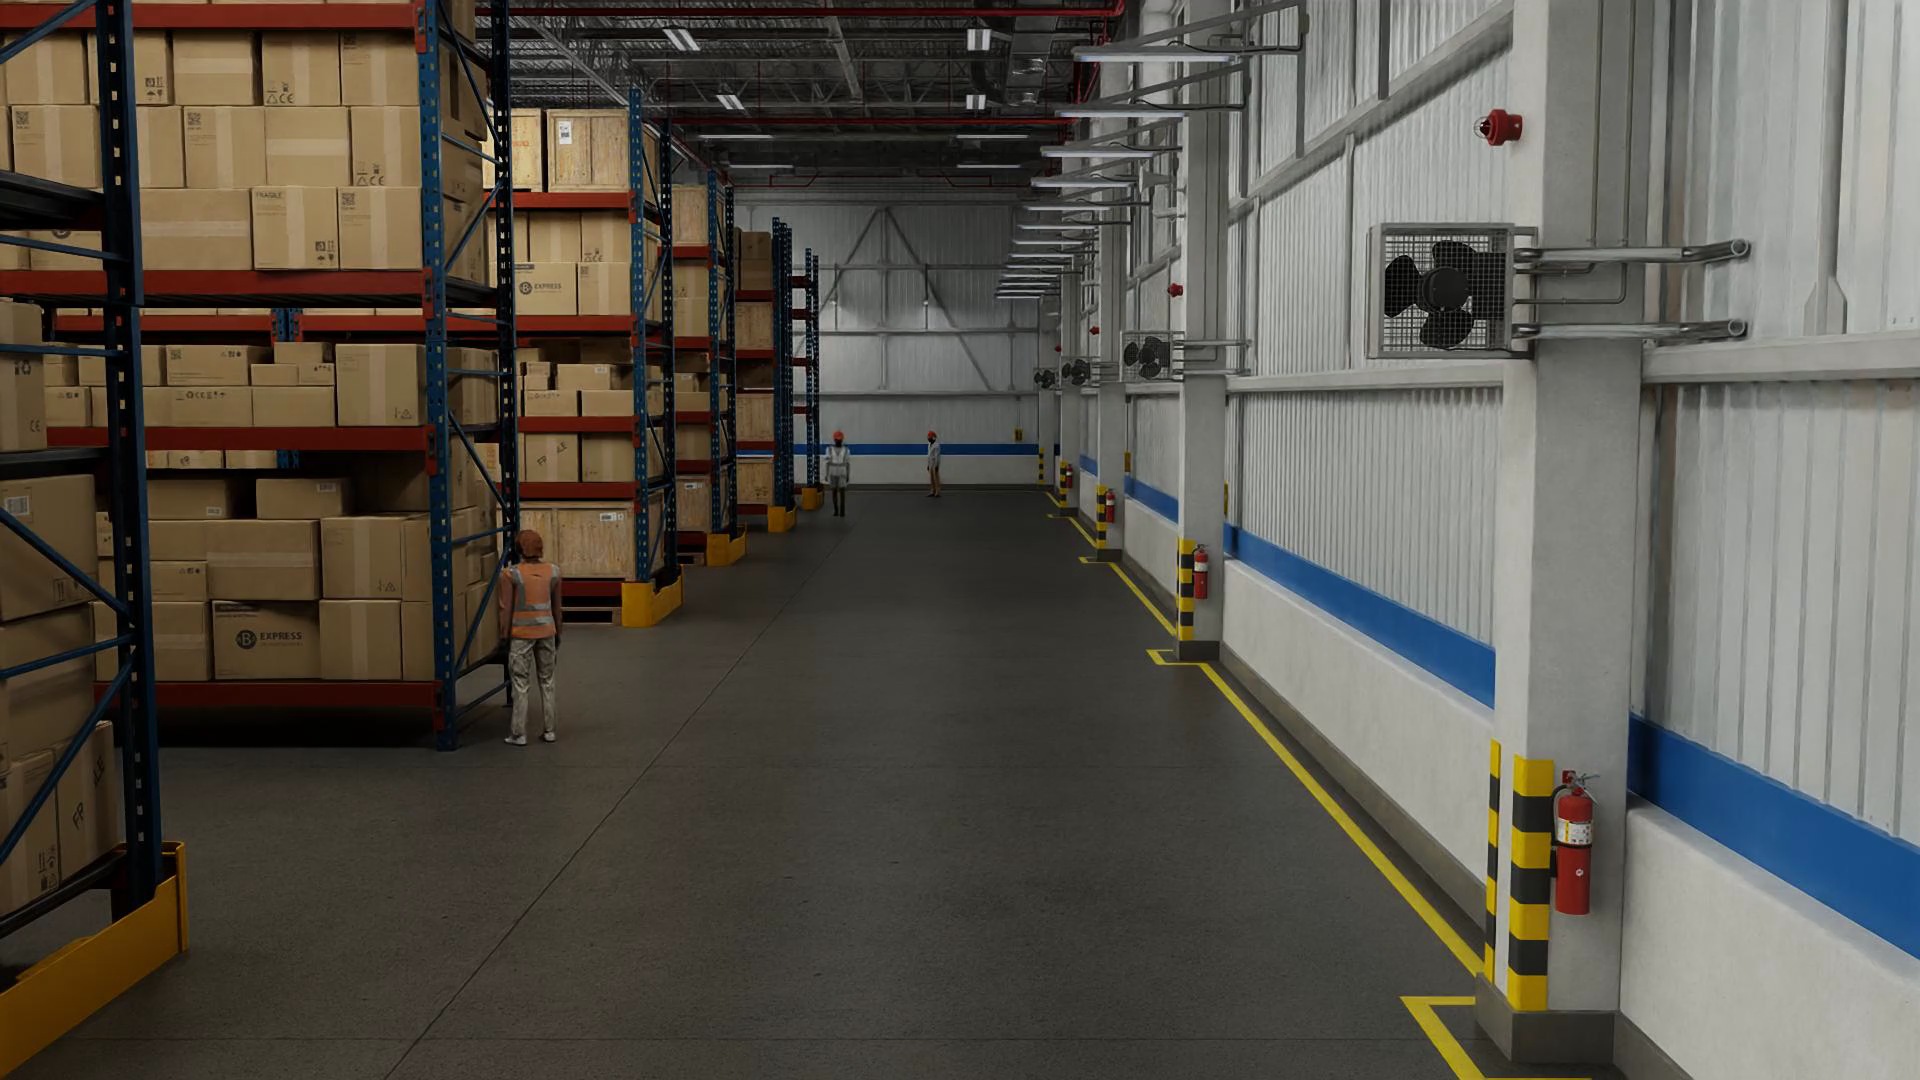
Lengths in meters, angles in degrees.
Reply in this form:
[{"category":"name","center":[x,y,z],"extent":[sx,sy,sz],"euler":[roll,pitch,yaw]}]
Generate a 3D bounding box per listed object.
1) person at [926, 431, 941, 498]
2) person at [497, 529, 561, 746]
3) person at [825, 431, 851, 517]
[{"category":"person","center":[-0.718,-1.970,43.438],"extent":[0.361,1.742,0.563],"euler":[-3,6,-28]},{"category":"person","center":[-3.237,0.736,12.548],"extent":[0.518,1.632,0.314],"euler":[-5,7,-42]},{"category":"person","center":[-2.671,-1.434,36.408],"extent":[0.550,1.889,1.012],"euler":[0,5,-2]}]
